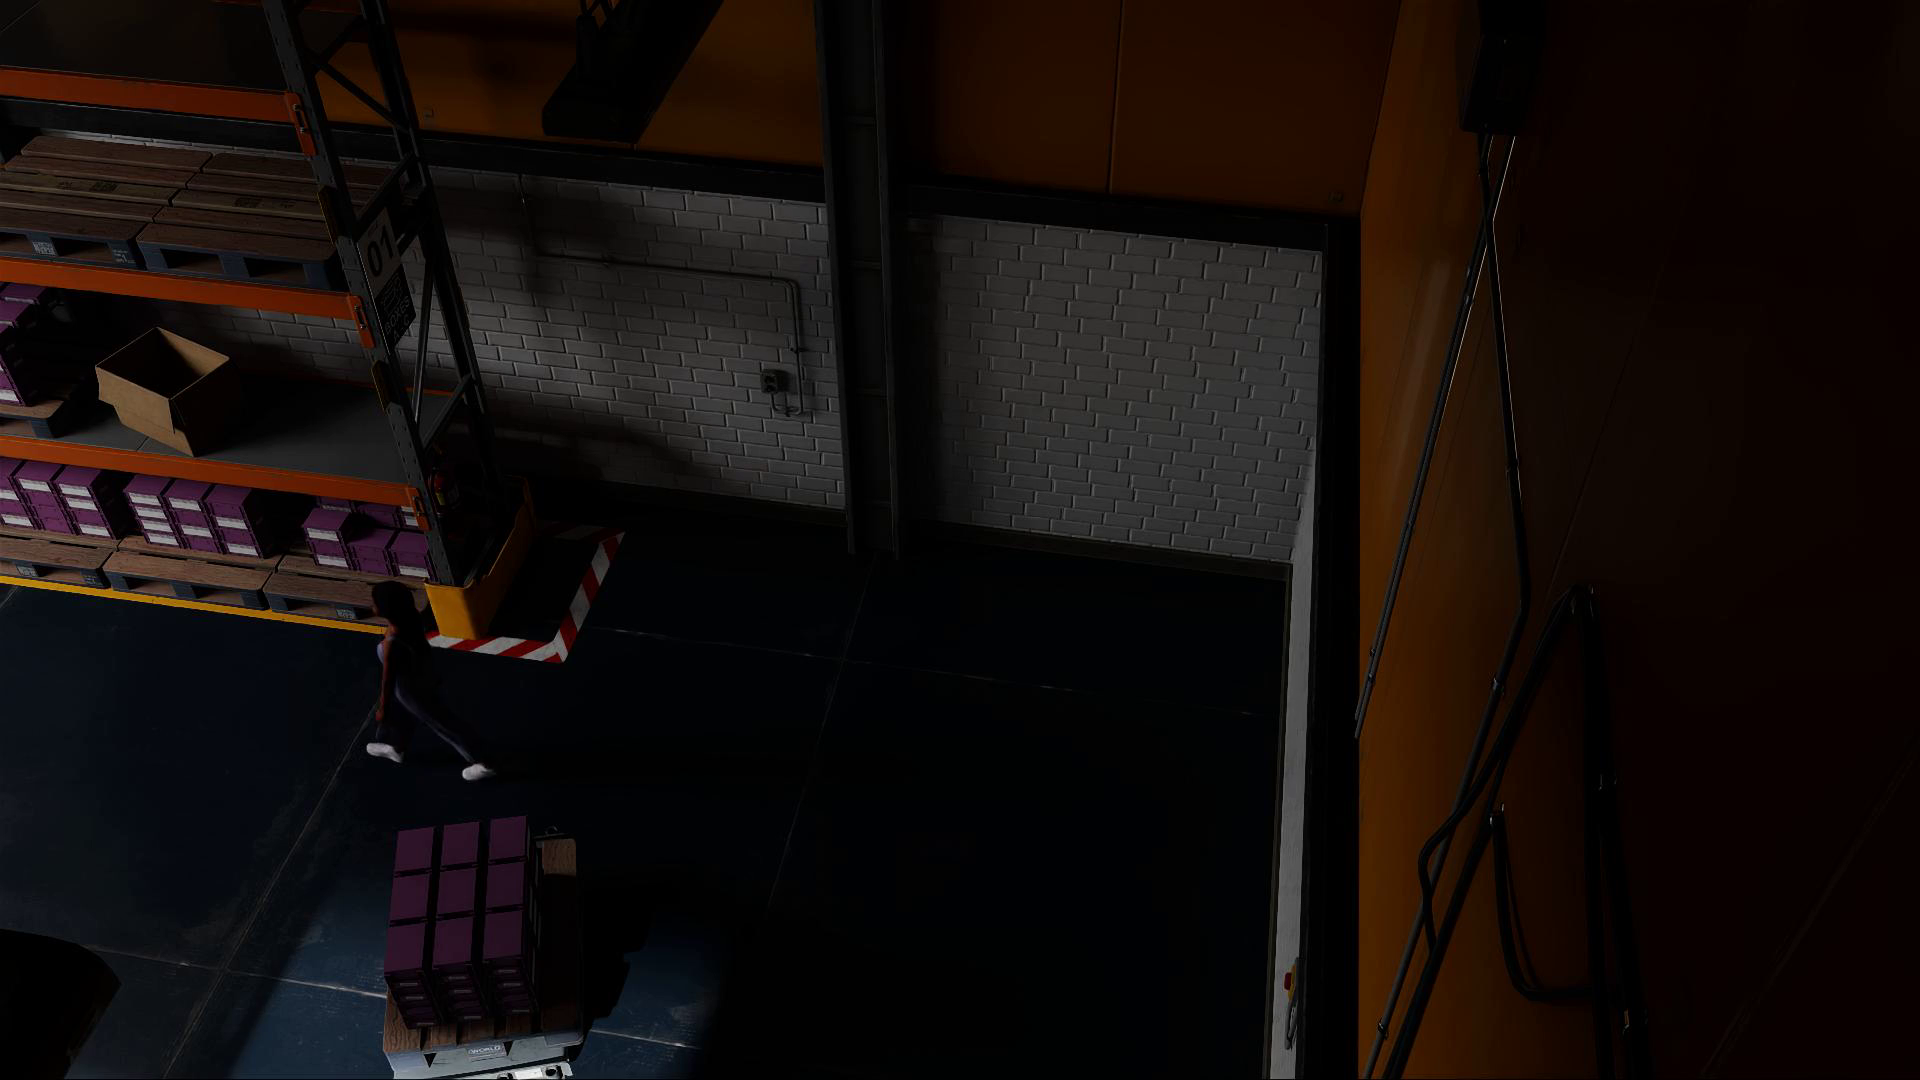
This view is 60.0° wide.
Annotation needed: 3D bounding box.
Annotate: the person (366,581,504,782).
[{"bbox_3d":[-3.210,0.915,10.127,1.151,1.648,0.706,1,44,1],"label":"person"}]
